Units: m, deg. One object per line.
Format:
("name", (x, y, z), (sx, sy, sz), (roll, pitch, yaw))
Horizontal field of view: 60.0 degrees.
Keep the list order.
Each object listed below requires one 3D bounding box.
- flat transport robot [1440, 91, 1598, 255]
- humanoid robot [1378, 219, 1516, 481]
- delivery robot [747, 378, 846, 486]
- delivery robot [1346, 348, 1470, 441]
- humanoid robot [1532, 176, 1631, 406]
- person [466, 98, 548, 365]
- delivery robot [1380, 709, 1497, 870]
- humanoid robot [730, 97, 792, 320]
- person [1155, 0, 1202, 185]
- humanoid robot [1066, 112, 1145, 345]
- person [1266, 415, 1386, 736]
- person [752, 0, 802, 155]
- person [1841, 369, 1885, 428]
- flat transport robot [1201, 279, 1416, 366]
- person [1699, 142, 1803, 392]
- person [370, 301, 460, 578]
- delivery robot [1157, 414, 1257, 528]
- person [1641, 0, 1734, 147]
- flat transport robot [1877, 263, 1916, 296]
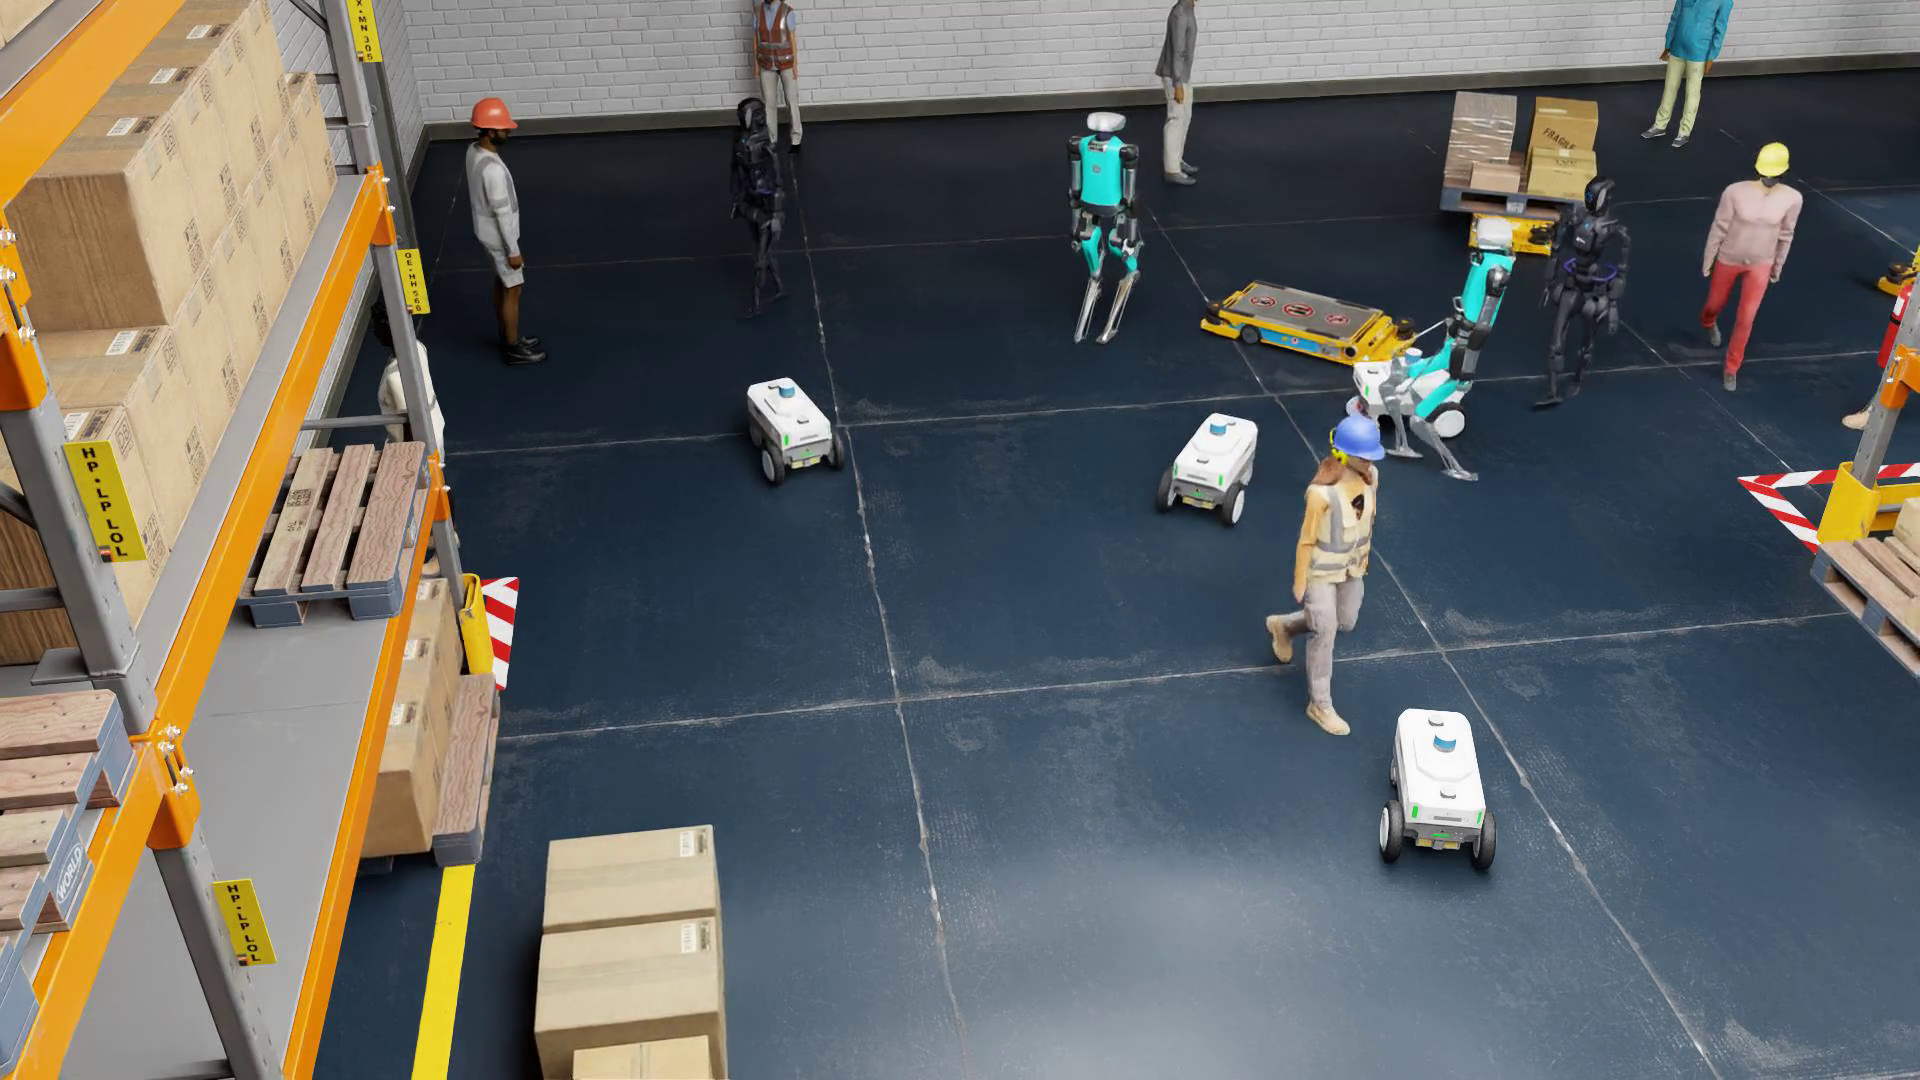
("flat transport robot", (4.700, -2.809, 14.157), (0.659, 0.231, 1.431), (9, 34, 14))
("humanoid robot", (2.927, -1.137, 10.274), (0.847, 1.790, 0.587), (3, 33, 4))
("delivery robot", (-1.103, -0.749, 10.725), (0.499, 0.580, 0.756), (-15, 36, -22))
("delivery robot", (2.998, -0.997, 11.108), (0.783, 0.584, 0.499), (-2, 33, -2))
("humanoid robot", (4.172, -1.655, 11.133), (0.674, 1.630, 0.599), (-26, 41, -34))
("person", (-3.179, -2.137, 11.618), (0.387, 1.924, 0.547), (-16, 37, -23))
("delivery robot", (2.244, 1.156, 7.824), (0.499, 0.599, 0.784), (4, 33, 6))
("humanoid robot", (-1.529, -2.480, 12.375), (0.646, 1.637, 0.595), (-28, 42, -36))
("person", (1.931, -4.074, 14.616), (0.442, 1.890, 0.562), (8, 34, 12))
("humanoid robot", (1.090, -2.235, 11.947), (0.545, 1.817, 0.663), (17, 37, 24))
("person", (1.813, 0.108, 8.327), (0.470, 1.760, 0.643), (-20, 38, -28))
("person", (-1.685, -4.368, 15.253), (0.425, 1.679, 0.320), (7, 34, 10))
("person", (6.482, -1.555, 10.813), (0.955, 1.824, 0.544), (-7, 34, -10))
("flat transport robot", (2.568, -1.580, 12.274), (1.431, 0.231, 0.659), (19, 38, 27))
("person", (5.429, -1.969, 11.533), (0.541, 1.734, 0.739), (10, 34, 14))
("person", (-3.087, -0.581, 9.436), (0.318, 1.696, 0.534), (-5, 33, -8))
("delivery robot", (1.575, -0.474, 10.307), (0.499, 0.583, 0.775), (15, 36, 22))
("person", (6.793, -4.562, 15.491), (0.331, 1.744, 0.558), (-22, 39, -30))
("flat transport robot", (7.818, -1.795, 12.604), (0.659, 0.231, 1.431), (-17, 37, -24))
